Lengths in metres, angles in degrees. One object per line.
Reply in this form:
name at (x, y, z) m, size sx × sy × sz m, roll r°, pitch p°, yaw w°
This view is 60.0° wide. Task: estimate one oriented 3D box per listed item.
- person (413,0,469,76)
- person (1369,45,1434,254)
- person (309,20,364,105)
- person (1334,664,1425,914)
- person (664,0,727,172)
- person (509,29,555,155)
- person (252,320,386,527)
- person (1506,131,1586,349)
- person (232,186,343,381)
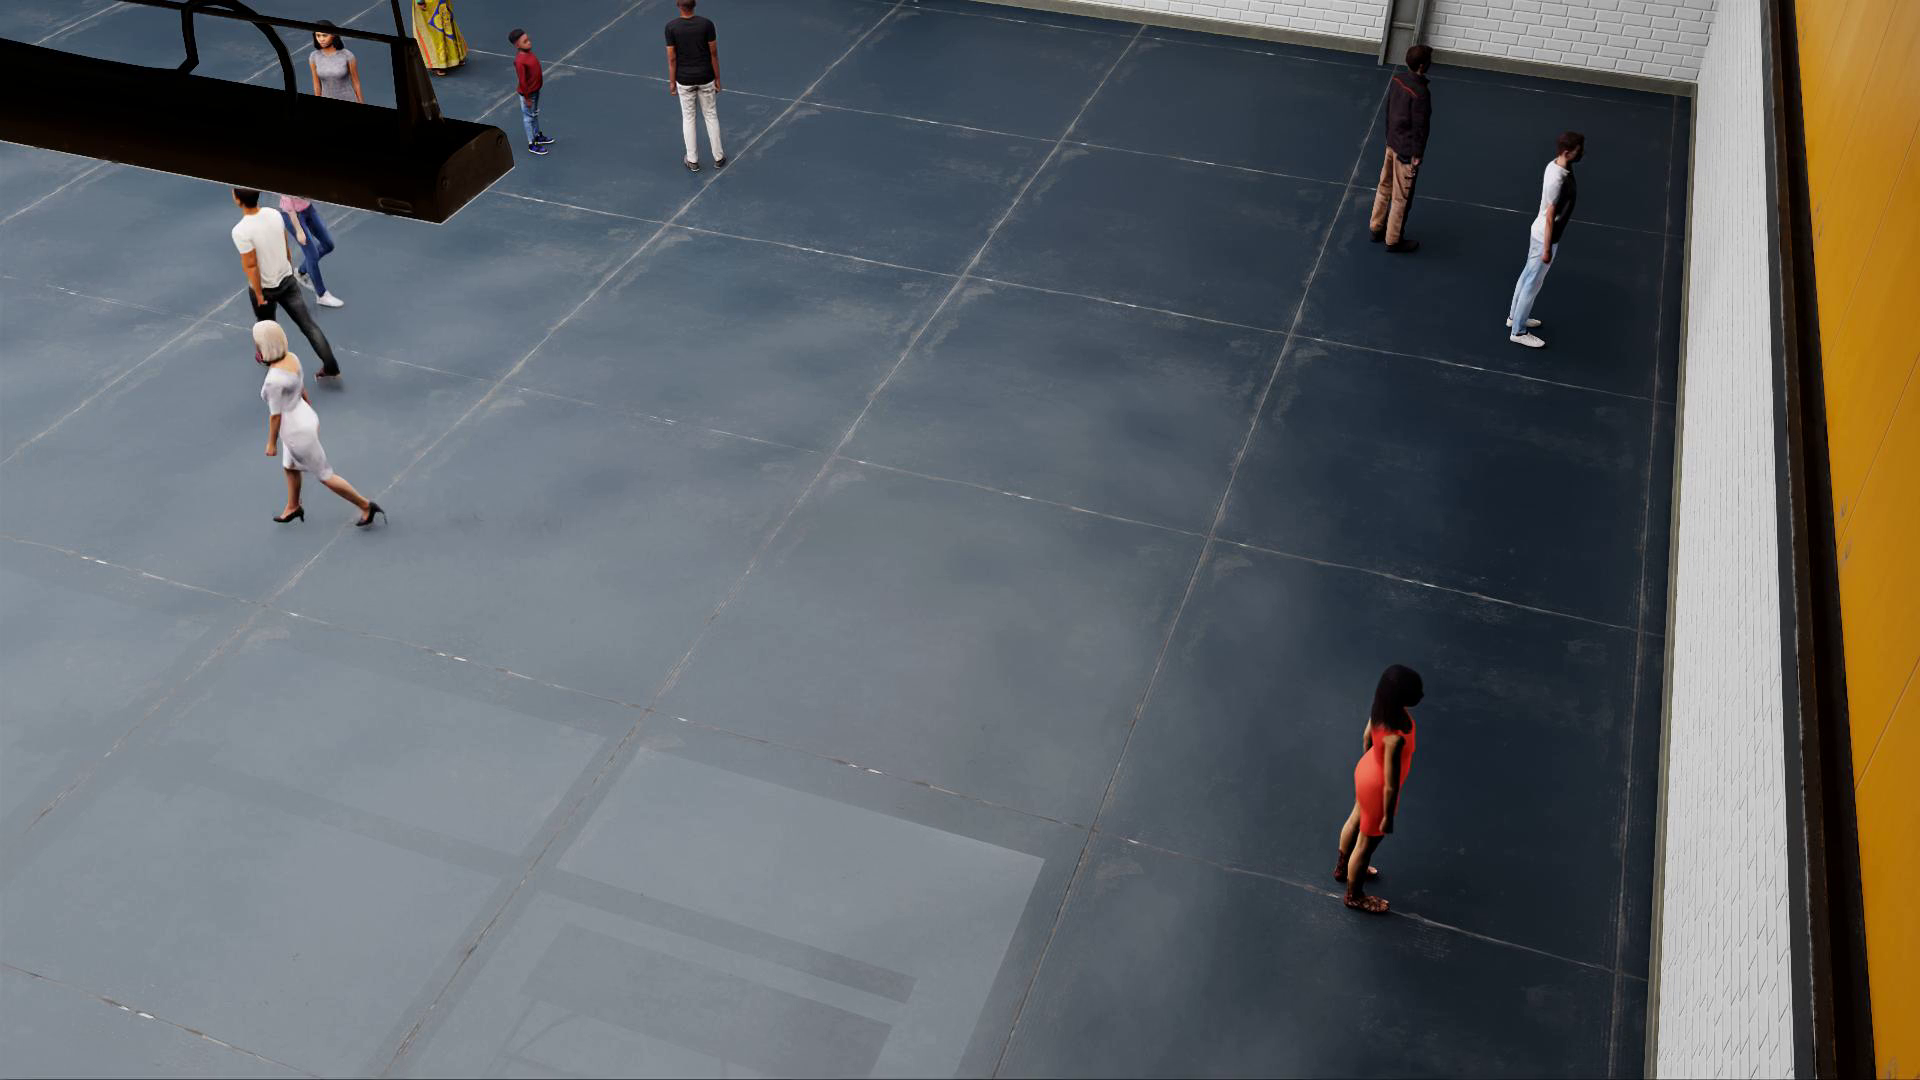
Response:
person at (-5.814, -5.994, 18.309) m, size 0.804 × 1.660 × 0.880 m, roll 18°, pitch 42°, yaw 21°
person at (4.008, -3.542, 15.027) m, size 0.834 × 1.925 × 0.790 m, roll -14°, pitch 41°, yaw -16°
person at (-5.857, -4.061, 15.792) m, size 0.612 × 1.781 × 0.722 m, roll -6°, pitch 39°, yaw -8°
person at (2.282, 1.342, 9.077) m, size 0.624 × 1.718 × 0.645 m, roll 0°, pitch 39°, yaw 0°
person at (-2.608, -4.517, 16.346) m, size 0.718 × 1.804 × 0.817 m, roll -10°, pitch 40°, yaw -12°
person at (-4.369, -4.565, 16.845) m, size 0.555 × 1.256 × 0.554 m, roll 3°, pitch 39°, yaw 3°
person at (-4.568, -0.747, 11.700) m, size 1.131 × 1.711 × 0.872 m, roll -4°, pitch 39°, yaw -5°
person at (4.854, -2.520, 13.807) m, size 0.560 × 1.850 × 0.662 m, roll 10°, pitch 40°, yaw 12°
person at (-5.395, -2.025, 13.256) m, size 1.216 × 1.765 × 0.809 m, roll 20°, pitch 43°, yaw 23°
